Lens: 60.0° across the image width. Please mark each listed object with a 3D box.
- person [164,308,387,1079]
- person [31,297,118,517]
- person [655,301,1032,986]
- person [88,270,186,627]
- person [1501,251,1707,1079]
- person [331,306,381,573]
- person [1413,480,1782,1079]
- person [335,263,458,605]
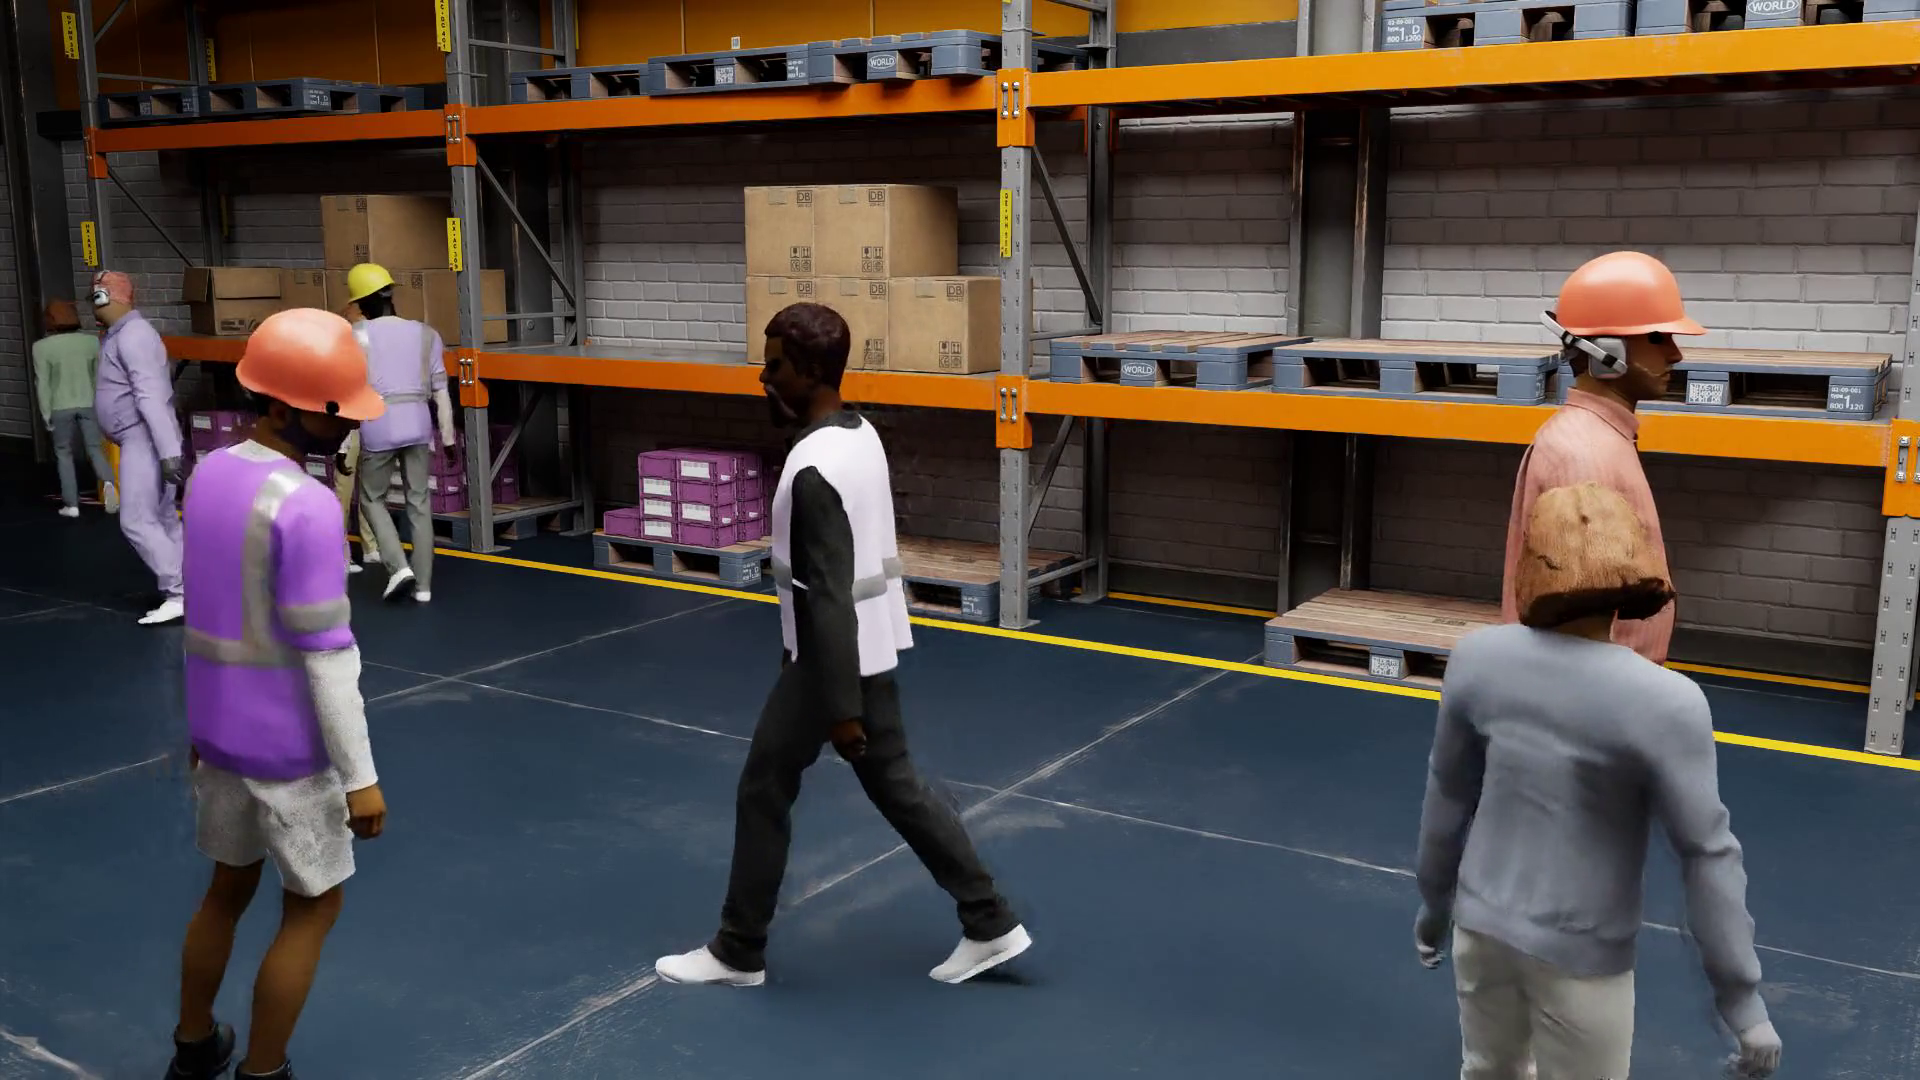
[{"bbox_3d":[-1.558,0.424,3.731,0.729,1.884,0.417,8,13,37],"label":"person"},{"bbox_3d":[-6.403,-0.949,12.048,0.619,1.612,0.501,10,14,44],"label":"person"},{"bbox_3d":[-0.291,0.306,4.419,0.993,1.875,0.596,2,10,10],"label":"person"},{"bbox_3d":[-4.301,-0.485,8.801,0.501,1.867,0.668,-4,11,-22],"label":"person"},{"bbox_3d":[1.401,0.366,3.726,0.378,1.996,0.611,3,11,16],"label":"person"},{"bbox_3d":[-3.694,-0.617,10.208,0.283,1.625,0.505,5,11,24],"label":"person"},{"bbox_3d":[1.046,0.718,2.832,0.366,1.625,0.645,-6,12,-31],"label":"person"},{"bbox_3d":[-3.113,-0.569,9.182,0.705,1.891,0.414,-8,13,-38],"label":"person"}]
